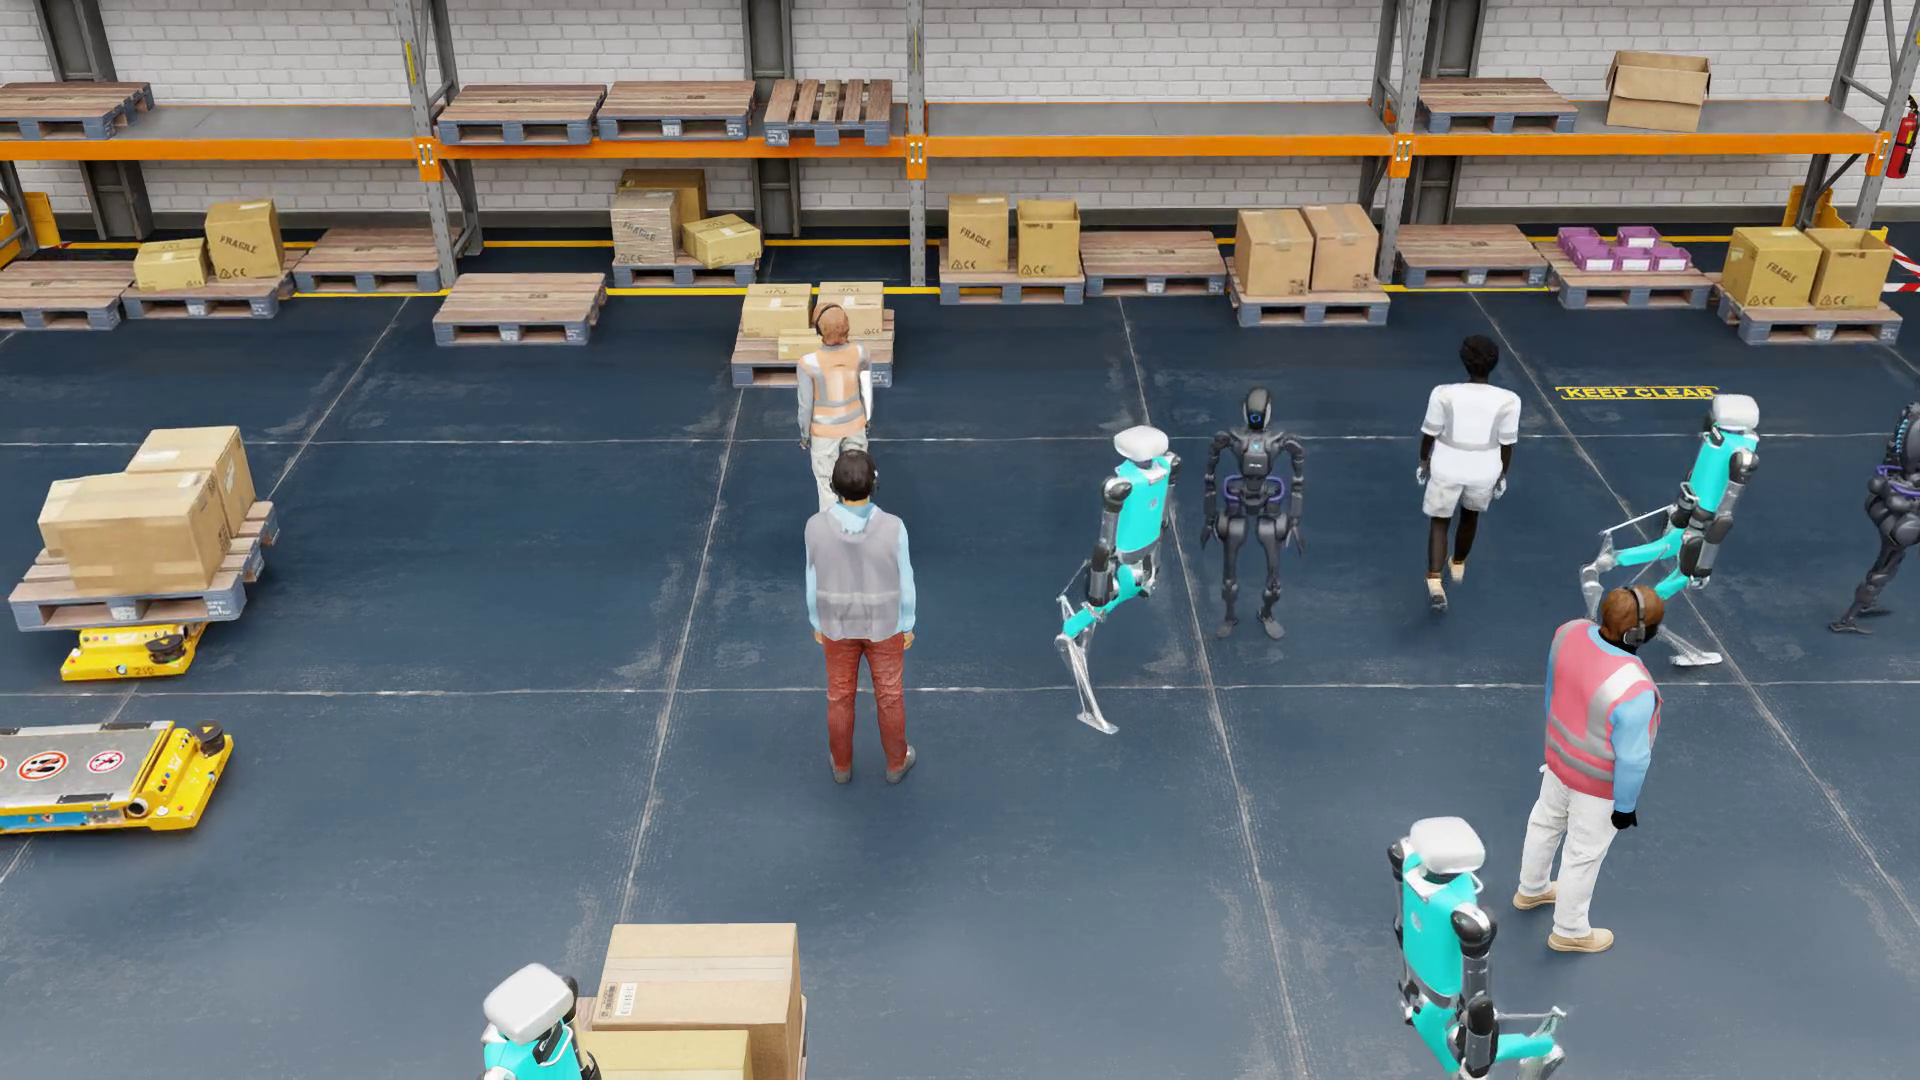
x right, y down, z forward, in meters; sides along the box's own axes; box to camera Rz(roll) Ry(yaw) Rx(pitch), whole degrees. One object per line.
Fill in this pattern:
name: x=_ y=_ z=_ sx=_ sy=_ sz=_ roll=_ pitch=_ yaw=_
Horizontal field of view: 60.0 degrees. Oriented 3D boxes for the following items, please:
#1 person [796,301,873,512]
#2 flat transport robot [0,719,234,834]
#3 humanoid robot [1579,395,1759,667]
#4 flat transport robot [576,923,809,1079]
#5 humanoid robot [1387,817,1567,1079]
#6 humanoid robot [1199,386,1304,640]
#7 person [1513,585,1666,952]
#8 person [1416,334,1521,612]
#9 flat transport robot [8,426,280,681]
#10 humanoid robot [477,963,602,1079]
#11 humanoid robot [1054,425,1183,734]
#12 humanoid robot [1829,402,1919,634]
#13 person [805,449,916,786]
person: x=-0.755 y=-0.682 z=10.213 sx=0.514 sy=1.640 sz=0.307 roll=-17 pitch=35 yaw=-26
flat transport robot: x=-4.508 y=1.215 z=8.389 sx=1.431 sy=0.231 sz=0.659 roll=-2 pitch=31 yaw=-4
humanoid robot: x=3.747 y=0.020 z=8.998 sx=1.043 sy=1.761 sz=0.549 roll=2 pitch=31 yaw=3
flat transport robot: x=-1.121 y=2.429 z=6.367 sx=1.431 sy=0.231 sz=0.659 roll=0 pitch=31 yaw=-1
humanoid robot: x=1.922 y=1.724 z=6.150 sx=1.018 sy=1.760 sz=0.577 roll=-10 pitch=32 yaw=-16
humanoid robot: x=1.637 y=-0.140 z=9.276 sx=0.583 sy=1.637 sz=0.390 roll=3 pitch=31 yaw=5
person: x=2.759 y=0.986 z=7.243 sx=0.429 sy=1.844 sz=0.624 roll=-8 pitch=32 yaw=-13
person: x=2.930 y=-0.378 z=9.684 sx=0.542 sy=1.673 sz=0.748 roll=7 pitch=32 yaw=11
flat transport robot: x=-4.743 y=0.338 z=9.848 sx=0.659 sy=0.231 sz=1.431 roll=-3 pitch=31 yaw=-5
humanoid robot: x=-1.093 y=2.085 z=5.386 sx=0.735 sy=1.676 sz=0.533 roll=7 pitch=32 yaw=11
humanoid robot: x=0.697 y=0.158 z=8.809 sx=0.824 sy=1.834 sz=0.546 roll=27 pitch=40 yaw=37
humanoid robot: x=5.342 y=-0.204 z=9.388 sx=0.494 sy=1.642 sz=0.602 roll=0 pitch=31 yaw=0
person: x=-0.479 y=0.417 z=8.151 sx=0.529 sy=1.882 sz=0.411 roll=2 pitch=31 yaw=3
